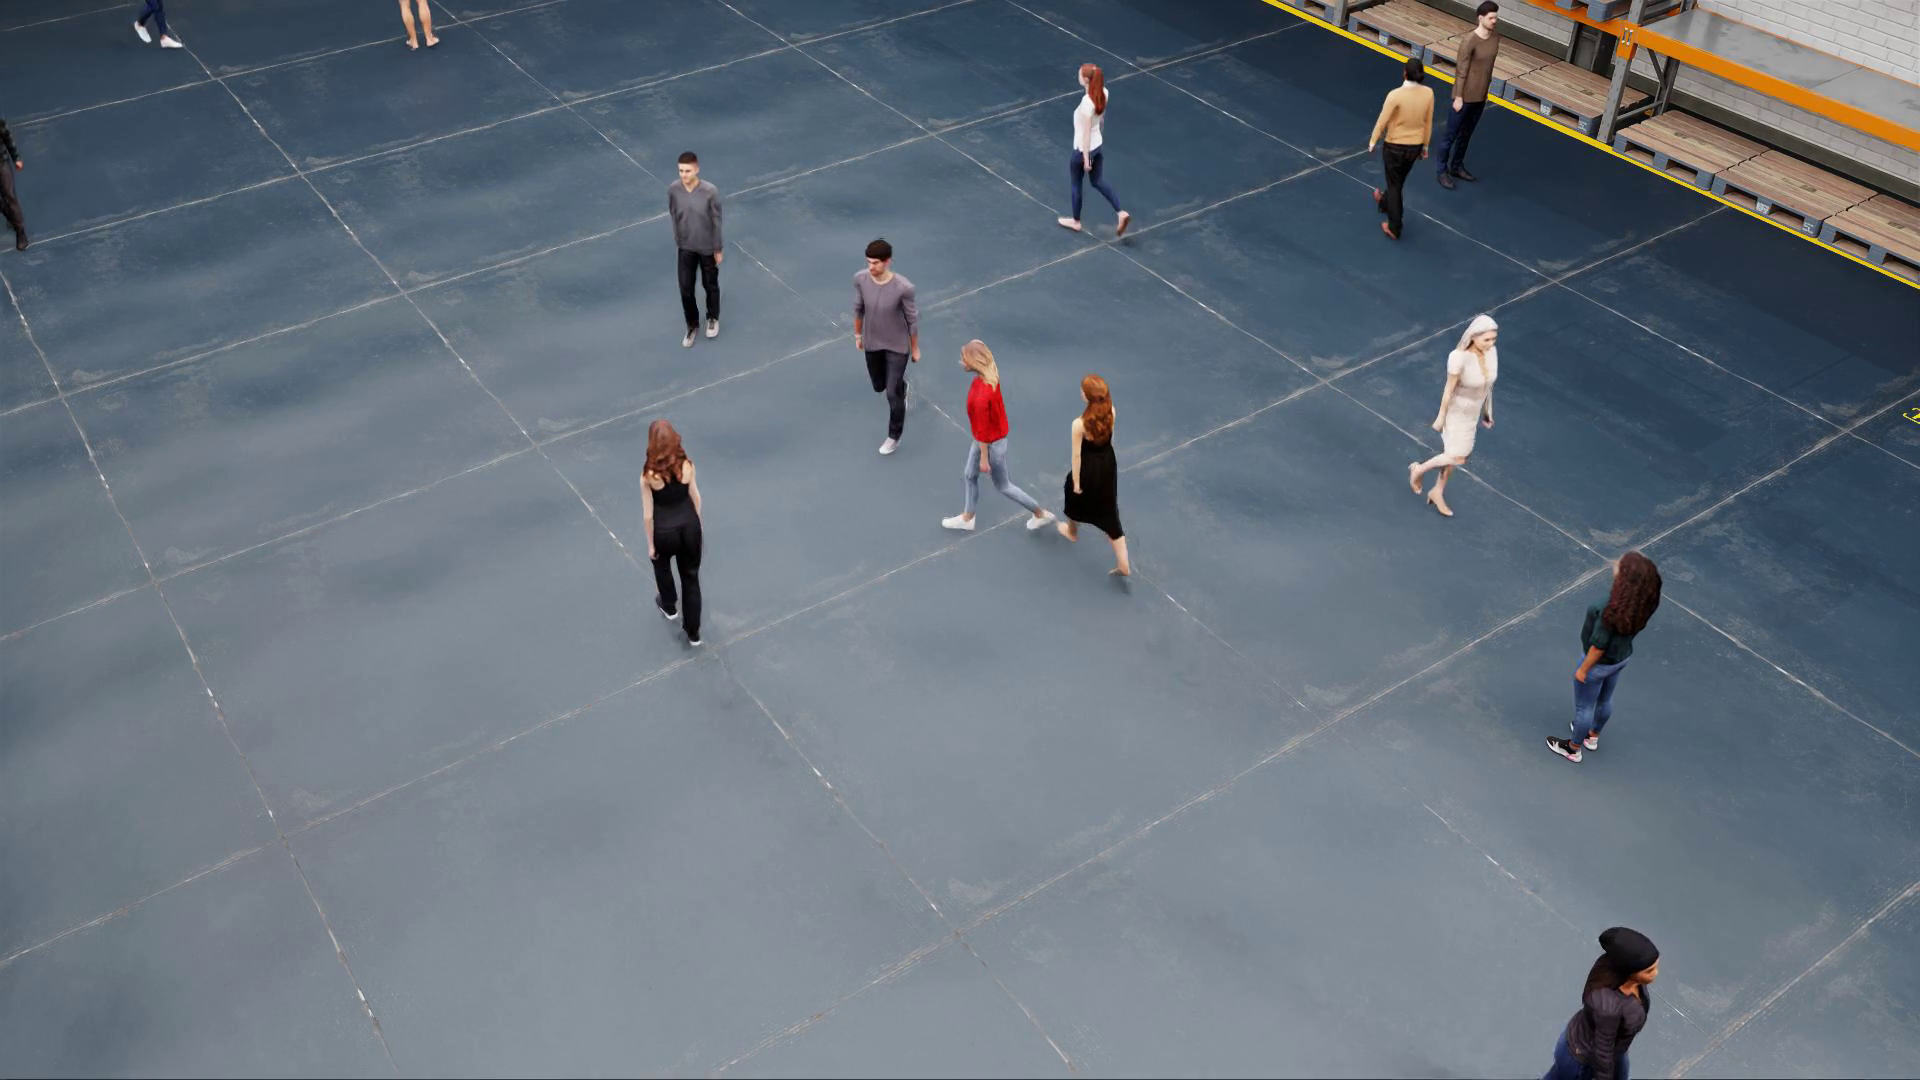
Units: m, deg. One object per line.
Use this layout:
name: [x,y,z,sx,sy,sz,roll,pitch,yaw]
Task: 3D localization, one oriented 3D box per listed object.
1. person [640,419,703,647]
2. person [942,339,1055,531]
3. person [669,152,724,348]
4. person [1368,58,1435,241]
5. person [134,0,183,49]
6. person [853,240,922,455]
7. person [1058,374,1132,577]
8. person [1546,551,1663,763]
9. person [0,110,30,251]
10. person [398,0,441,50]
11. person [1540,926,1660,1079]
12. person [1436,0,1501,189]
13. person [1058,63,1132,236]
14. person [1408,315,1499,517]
person: [-1.886,0.004,11.212,0.658,1.723,0.843,-17,42,-21]
person: [0.303,-0.698,12.136,1.107,1.665,1.098,3,39,4]
person: [-2.242,-2.576,14.422,0.805,1.747,0.869,2,39,2]
person: [4.240,-3.686,15.829,0.903,1.726,1.133,-9,40,-12]
person: [-9.632,-6.632,19.484,0.916,1.769,0.848,10,40,12]
person: [-0.526,-1.592,13.133,1.057,1.819,1.048,13,41,16]
person: [1.010,-0.434,11.865,0.625,1.591,1.094,-20,43,-23]
person: [4.032,0.727,10.391,0.591,1.617,0.585,-22,44,-25]
person: [-9.254,-3.647,15.831,0.820,1.696,1.016,-16,41,-19]
person: [-6.496,-6.676,19.486,0.685,1.835,0.663,-12,40,-14]
person: [2.984,2.458,8.139,0.984,1.722,0.790,27,46,30]
person: [5.120,-4.493,16.710,0.644,1.888,0.562,-22,44,-25]
person: [1.317,-3.676,15.824,1.063,1.717,0.770,25,45,28]
person: [3.670,-0.963,12.422,0.613,1.724,0.730,-25,45,-28]
